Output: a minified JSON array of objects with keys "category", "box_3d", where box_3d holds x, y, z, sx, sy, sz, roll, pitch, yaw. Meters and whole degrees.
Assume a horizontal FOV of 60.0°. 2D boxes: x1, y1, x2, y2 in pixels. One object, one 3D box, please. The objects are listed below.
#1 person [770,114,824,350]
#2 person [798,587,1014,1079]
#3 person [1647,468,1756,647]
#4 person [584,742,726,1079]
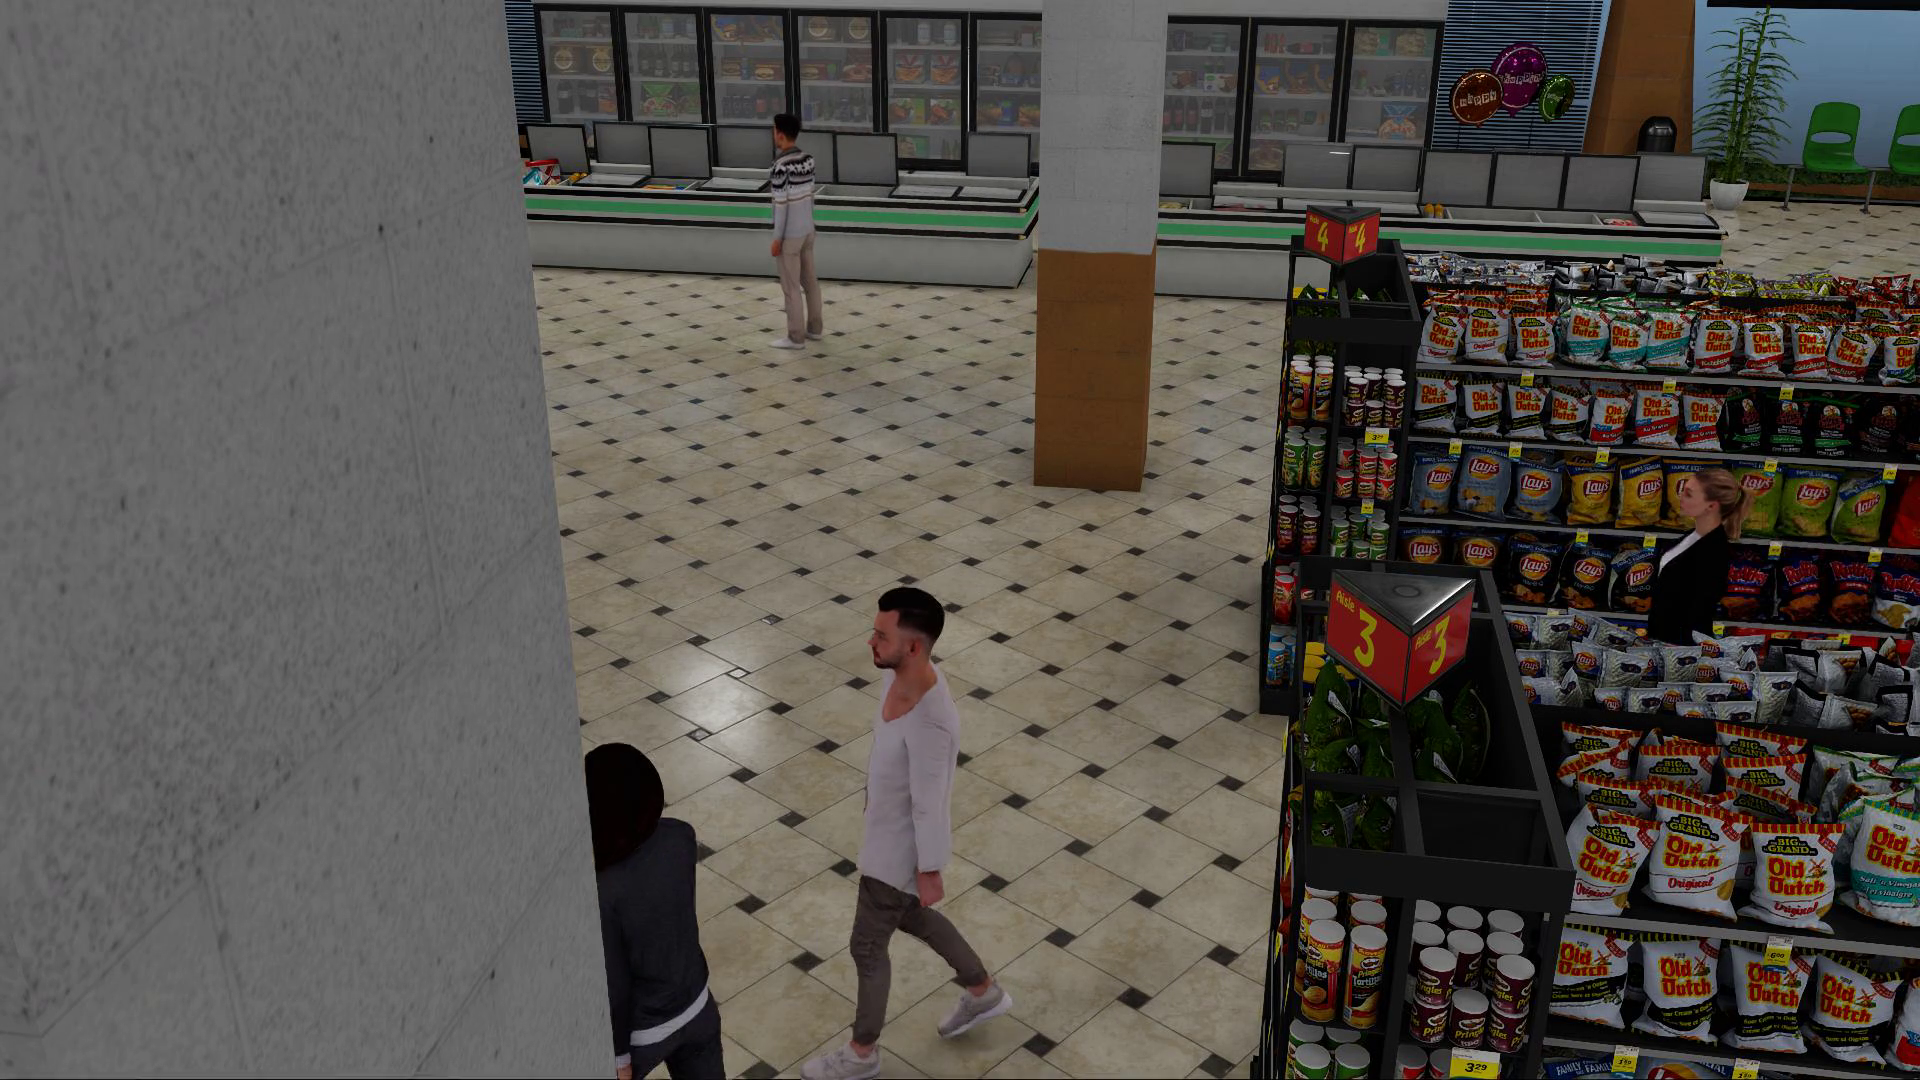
[{"category":"person","box_3d":[-1.328,-2.471,13.340,0.671,1.860,0.750,12,26,26]},{"category":"person","box_3d":[-0.132,0.974,5.519,1.110,1.819,0.900,-4,24,-8]},{"category":"person","box_3d":[3.006,0.518,6.714,0.862,1.696,0.666,7,24,15]},{"category":"person","box_3d":[-0.791,1.394,4.691,1.212,1.713,0.981,18,29,35]}]
